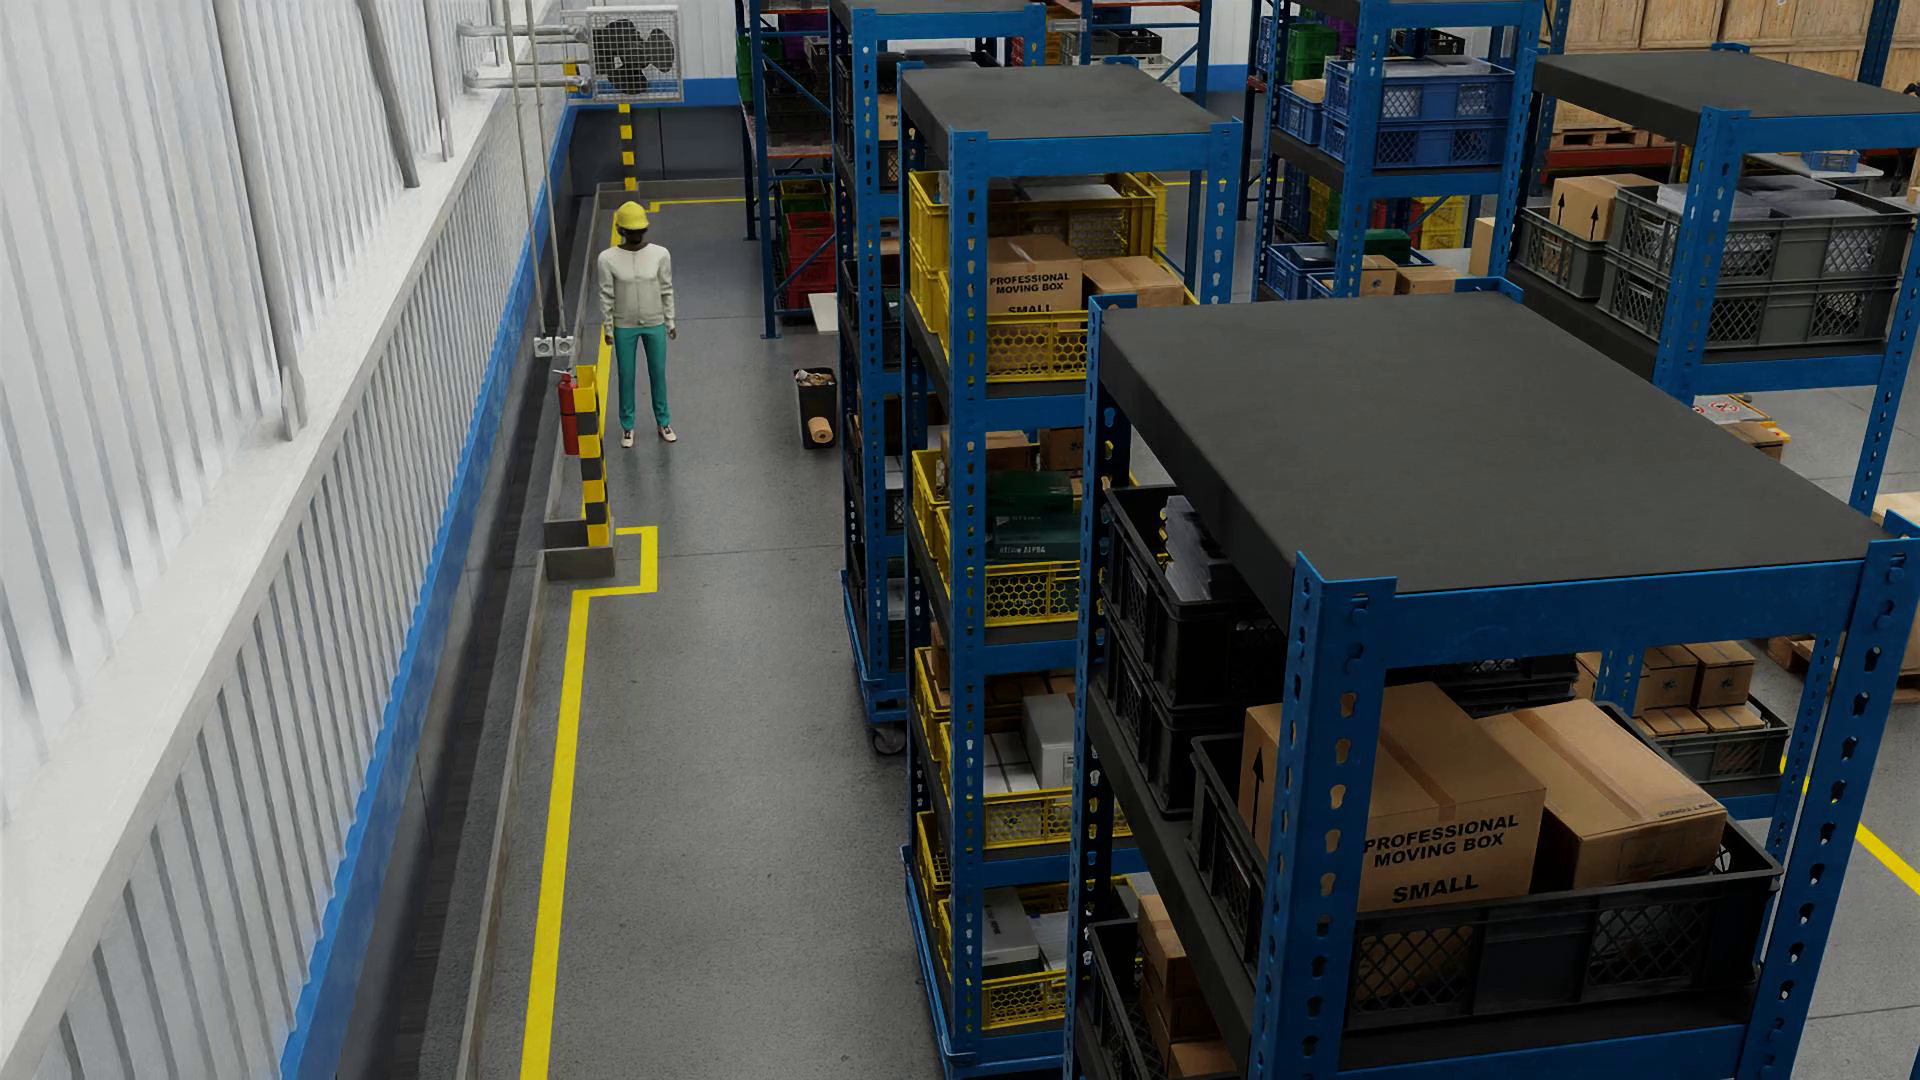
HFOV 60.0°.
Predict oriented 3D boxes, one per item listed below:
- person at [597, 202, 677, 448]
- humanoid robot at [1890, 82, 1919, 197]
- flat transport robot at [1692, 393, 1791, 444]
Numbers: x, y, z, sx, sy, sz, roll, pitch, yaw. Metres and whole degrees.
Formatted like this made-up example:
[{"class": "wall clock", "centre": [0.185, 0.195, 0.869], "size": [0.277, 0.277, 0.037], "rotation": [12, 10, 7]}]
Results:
[{"class": "person", "centre": [-2.277, -1.525, 11.822], "size": [0.532, 1.767, 0.312], "rotation": [-9, 26, -18]}, {"class": "humanoid robot", "centre": [10.484, -4.407, 18.176], "size": [0.613, 1.657, 0.313], "rotation": [17, 29, 32]}, {"class": "flat transport robot", "centre": [5.224, -0.859, 12.132], "size": [1.431, 0.197, 0.652], "rotation": [-4, 25, -8]}]
